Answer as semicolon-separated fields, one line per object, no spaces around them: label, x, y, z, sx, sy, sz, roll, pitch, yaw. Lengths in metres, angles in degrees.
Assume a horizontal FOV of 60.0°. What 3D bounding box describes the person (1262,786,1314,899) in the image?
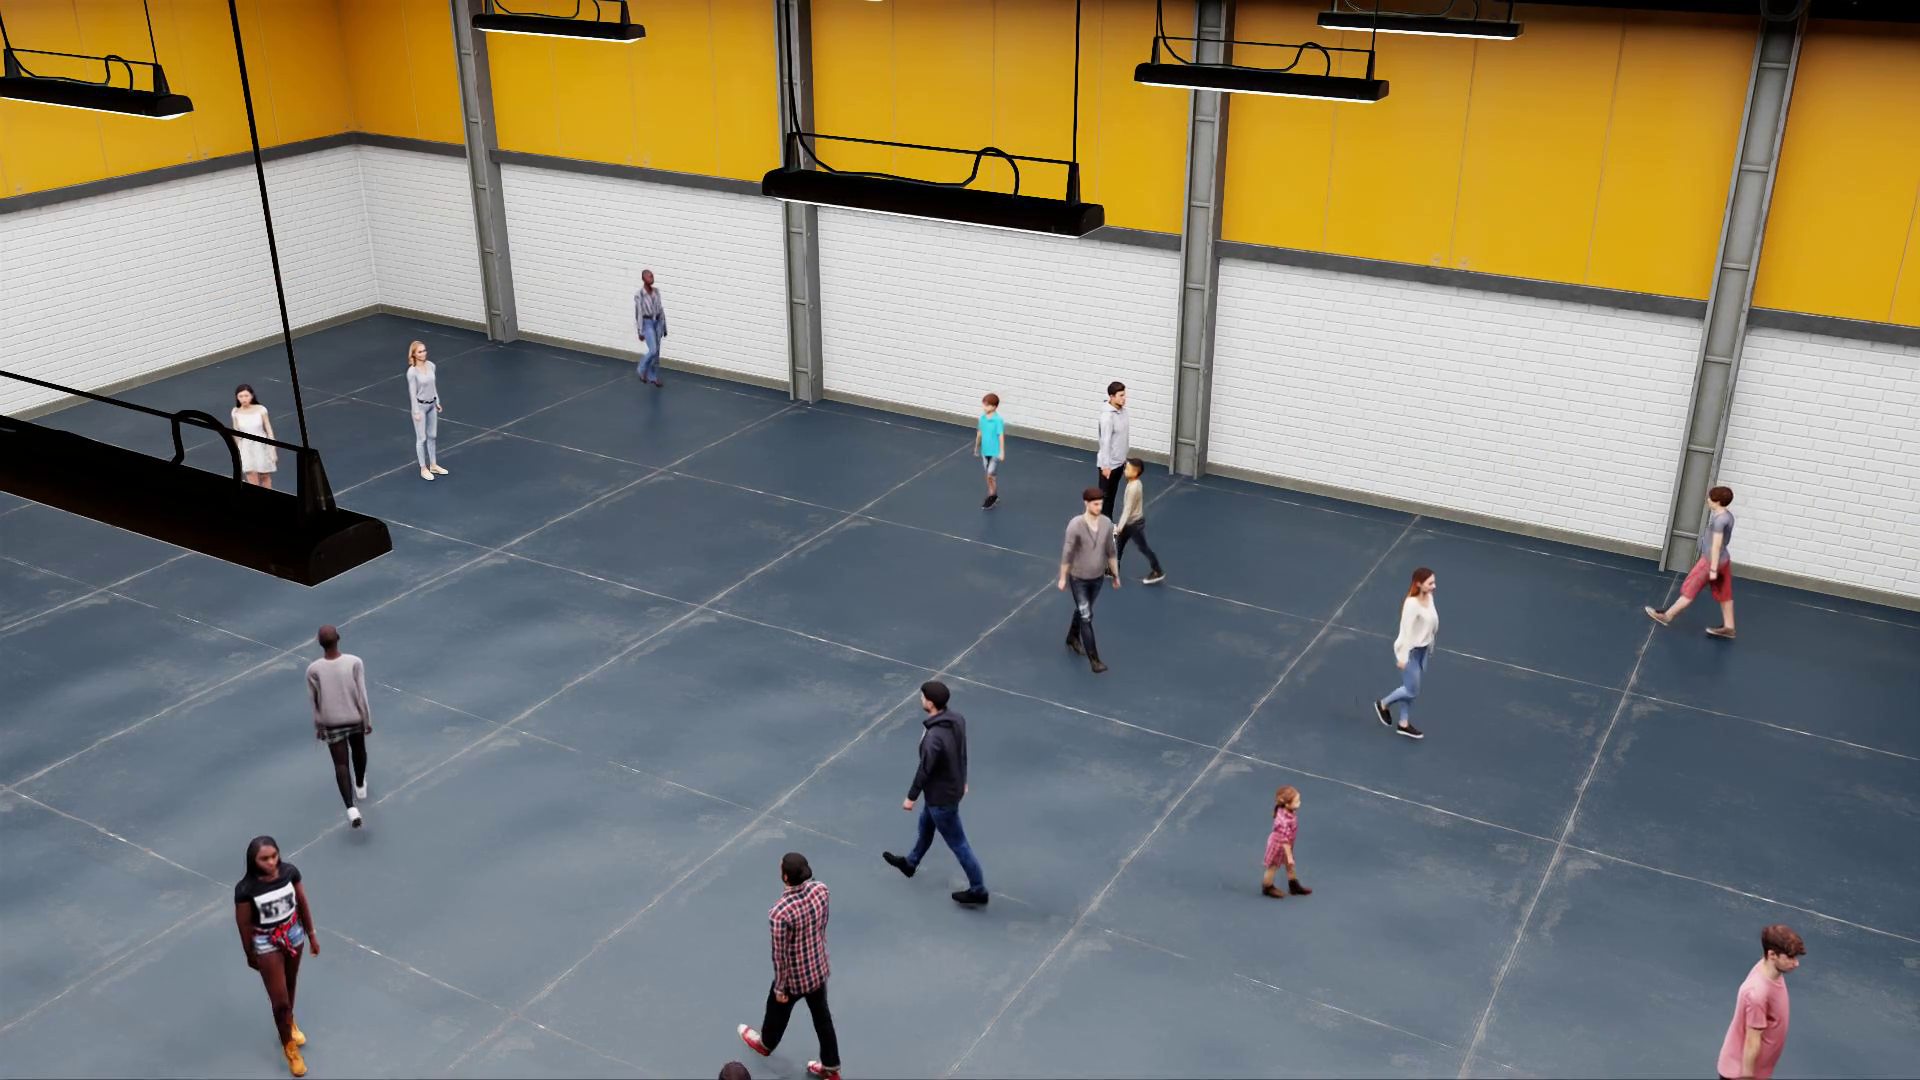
person;2.457;2.352;12.951;0.665;1.010;0.523;6;24;14

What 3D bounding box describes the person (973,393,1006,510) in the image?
person;0.434;-1.119;20.359;0.626;1.437;0.678;22;32;40

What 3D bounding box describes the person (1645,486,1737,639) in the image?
person;7.785;0.267;16.972;1.133;1.611;0.698;16;28;33

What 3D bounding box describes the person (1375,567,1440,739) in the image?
person;4.062;1.014;15.172;0.757;1.682;0.689;19;30;36

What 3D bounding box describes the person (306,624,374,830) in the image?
person;-5.137;1.561;13.851;1.079;1.739;1.220;-10;25;-21

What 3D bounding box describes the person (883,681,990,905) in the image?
person;-0.044;1.994;12.748;1.233;1.829;0.822;9;25;19

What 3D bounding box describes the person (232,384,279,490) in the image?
person;-8.350;-1.018;19.765;1.107;1.729;1.213;-8;25;-17

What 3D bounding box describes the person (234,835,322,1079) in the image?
person;-4.654;2.709;11.267;0.854;1.705;0.681;19;30;37

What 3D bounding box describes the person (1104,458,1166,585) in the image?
person;1.975;-0.185;18.226;1.087;1.434;0.891;0;24;0

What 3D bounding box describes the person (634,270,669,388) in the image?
person;-4.622;-3.115;24.491;0.646;1.784;0.636;14;27;29

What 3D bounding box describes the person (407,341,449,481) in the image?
person;-6.810;-1.670;21.171;0.492;1.796;0.586;14;27;29

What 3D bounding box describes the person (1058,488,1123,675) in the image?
person;1.205;0.337;16.497;1.095;1.863;1.279;-12;26;-25

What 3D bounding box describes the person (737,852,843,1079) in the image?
person;-0.990;2.848;10.911;1.109;1.735;0.864;20;30;38

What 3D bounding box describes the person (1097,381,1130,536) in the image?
person;1.750;-0.928;19.307;0.569;1.929;0.663;14;27;29

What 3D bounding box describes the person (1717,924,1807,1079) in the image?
person;4.712;3.129;9.985;0.539;1.961;0.622;14;27;29
